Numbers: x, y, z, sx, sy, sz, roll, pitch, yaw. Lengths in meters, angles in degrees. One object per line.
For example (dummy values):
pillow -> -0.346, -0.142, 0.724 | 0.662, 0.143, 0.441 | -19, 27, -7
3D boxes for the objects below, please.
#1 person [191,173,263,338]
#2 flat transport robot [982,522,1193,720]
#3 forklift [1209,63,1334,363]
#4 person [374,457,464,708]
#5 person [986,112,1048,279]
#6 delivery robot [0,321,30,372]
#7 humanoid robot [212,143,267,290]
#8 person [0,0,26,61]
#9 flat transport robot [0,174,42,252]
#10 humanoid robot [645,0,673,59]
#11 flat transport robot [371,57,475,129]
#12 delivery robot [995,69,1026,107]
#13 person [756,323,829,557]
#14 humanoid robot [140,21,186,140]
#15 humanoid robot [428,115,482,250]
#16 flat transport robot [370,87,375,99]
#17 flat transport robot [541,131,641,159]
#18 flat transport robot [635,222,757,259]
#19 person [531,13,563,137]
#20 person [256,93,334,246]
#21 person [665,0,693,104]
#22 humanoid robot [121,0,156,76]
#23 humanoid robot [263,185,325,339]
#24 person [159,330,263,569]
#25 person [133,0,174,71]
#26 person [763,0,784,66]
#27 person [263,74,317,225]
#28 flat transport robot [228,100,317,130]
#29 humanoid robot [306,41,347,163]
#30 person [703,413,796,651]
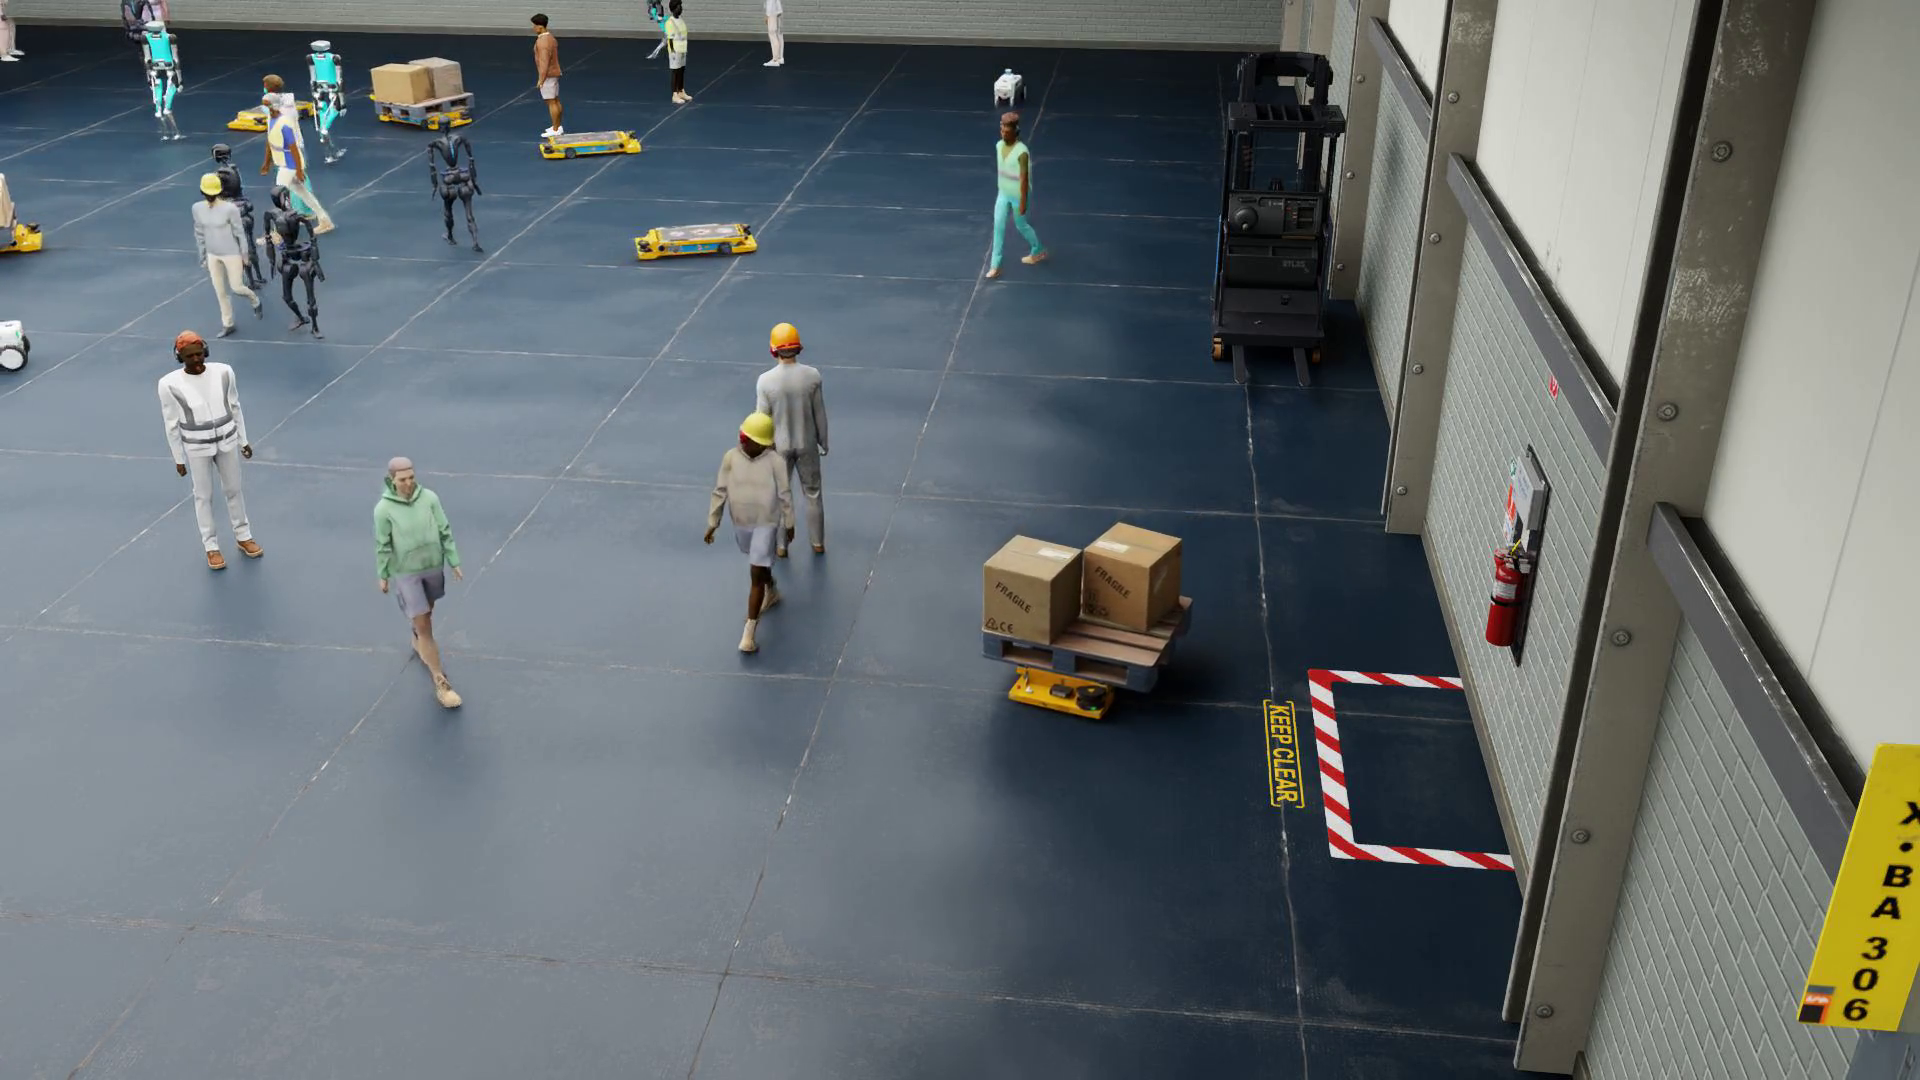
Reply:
person -> -7.731, -3.024, 17.520 | 0.532, 1.744, 0.504 | 5, 27, 10
flat transport robot -> 0.904, 0.772, 11.598 | 0.659, 0.231, 1.431 | 11, 29, 21
forklift -> 3.241, -3.477, 17.183 | 1.129, 2.768, 1.873 | 3, 27, 6
person -> -3.633, 0.202, 11.147 | 0.490, 1.690, 0.954 | -21, 33, -35
person -> 0.652, -4.069, 19.429 | 0.532, 1.923, 0.945 | 22, 34, 36
delivery robot -> -9.829, -1.984, 16.776 | 0.791, 0.592, 0.499 | -11, 29, -21
humanoid robot -> -8.219, -3.672, 18.882 | 0.315, 1.657, 0.599 | 1, 27, 1
person -> -17.985, -9.930, 31.173 | 0.436, 1.875, 0.705 | -11, 29, -21
flat transport robot -> -12.090, -3.644, 20.413 | 1.431, 0.231, 0.659 | -12, 29, -22
humanoid robot -> -5.598, -10.064, 31.653 | 1.024, 1.779, 0.530 | -17, 31, -30
flat transport robot -> -8.608, -6.813, 26.740 | 1.431, 0.231, 0.659 | 16, 31, 28
delivery robot -> 0.819, -7.642, 28.061 | 0.499, 0.581, 0.767 | 6, 27, 12
person -> -1.298, -0.762, 12.861 | 0.571, 1.889, 0.383 | -6, 27, -12
humanoid robot -> -12.189, -6.948, 25.414 | 0.531, 1.831, 0.663 | -2, 27, -5
humanoid robot -> -6.186, -4.380, 20.366 | 0.609, 1.617, 0.786 | -17, 31, -31
flat transport robot -> -9.252, -7.620, 28.350 | 1.431, 0.231, 0.659 | 8, 28, 15
flat transport robot -> -5.556, -5.938, 24.994 | 1.431, 0.231, 0.659 | -8, 28, -15
flat transport robot -> -3.260, -3.684, 20.494 | 1.431, 0.231, 0.659 | -6, 27, -12
person -> -6.355, -7.189, 25.720 | 0.397, 1.855, 0.779 | 0, 27, 1
person -> -8.364, -4.630, 20.640 | 1.023, 1.842, 0.518 | -19, 32, -33
person -> -4.734, -8.227, 27.964 | 0.316, 1.697, 0.541 | 8, 28, 15
humanoid robot -> -14.707, -9.123, 29.834 | 0.608, 1.657, 0.638 | -4, 27, -9
humanoid robot -> -6.940, -2.938, 17.441 | 0.608, 1.645, 0.478 | 4, 27, 8
person -> -5.737, -0.705, 12.743 | 0.582, 1.882, 0.338 | -24, 35, -39
person -> -14.638, -9.464, 30.072 | 0.616, 2.034, 0.403 | -7, 27, -14
person -> -3.454, -9.758, 30.825 | 0.386, 1.874, 0.514 | 9, 28, 17
person -> -8.600, -4.991, 21.280 | 0.377, 1.913, 0.491 | 4, 27, 8
flat transport robot -> -11.057, -6.862, 26.838 | 0.659, 0.231, 1.431 | 9, 28, 17
humanoid robot -> -9.185, -6.260, 24.004 | 0.545, 1.758, 0.948 | 6, 27, 11
person -> -1.462, -0.124, 11.782 | 0.547, 1.704, 0.891 | 8, 28, 15
